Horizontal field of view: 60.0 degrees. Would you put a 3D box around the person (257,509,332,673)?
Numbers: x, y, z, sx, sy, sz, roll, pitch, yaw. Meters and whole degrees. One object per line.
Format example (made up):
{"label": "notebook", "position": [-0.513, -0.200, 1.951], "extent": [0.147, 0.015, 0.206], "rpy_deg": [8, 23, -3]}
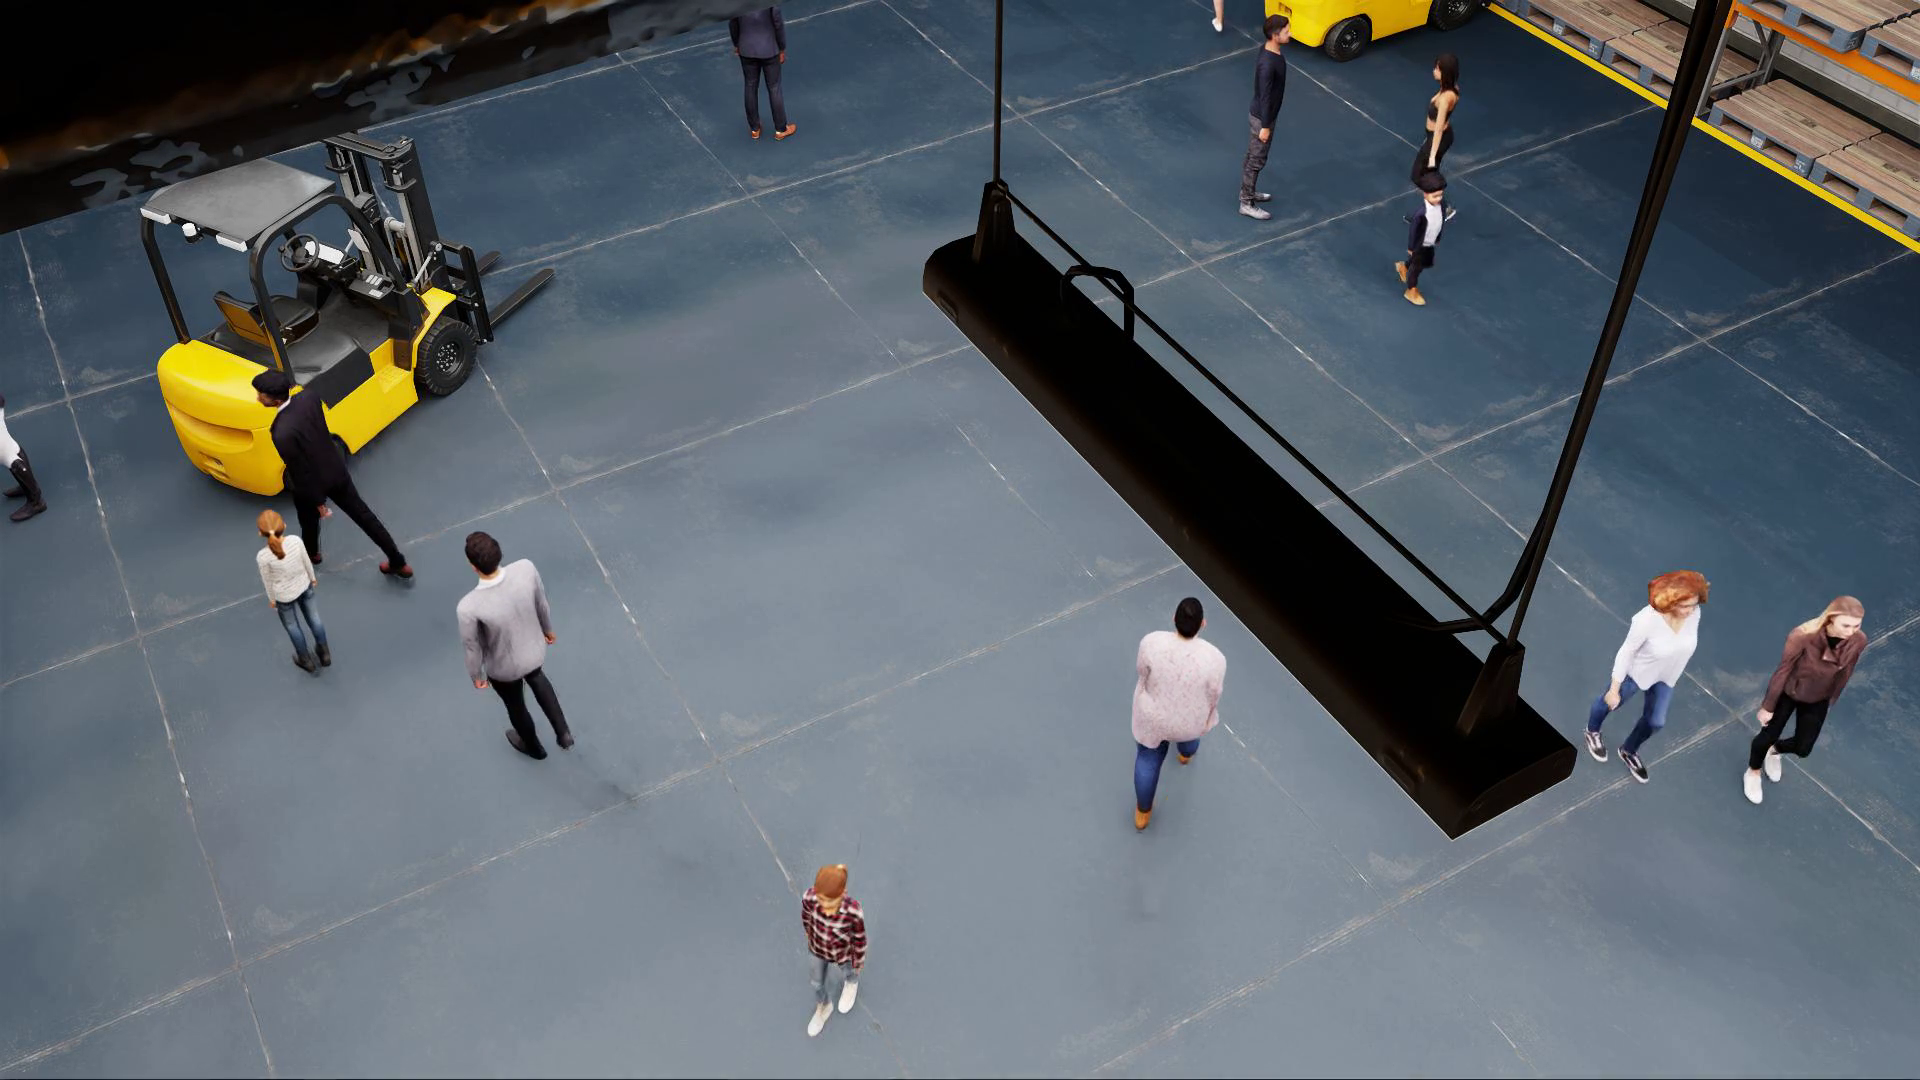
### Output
{"label": "person", "position": [-4.332, 0.344, 10.821], "extent": [0.532, 1.314, 0.544], "rpy_deg": [-33, 53, -30]}

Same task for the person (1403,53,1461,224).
{"label": "person", "position": [4.266, -3.456, 14.589], "extent": [0.817, 1.619, 0.739], "rpy_deg": [16, 46, 16]}

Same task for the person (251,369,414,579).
{"label": "person", "position": [-4.226, -0.394, 11.230], "extent": [1.360, 1.819, 1.252], "rpy_deg": [14, 45, 14]}

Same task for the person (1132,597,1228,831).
{"label": "person", "position": [1.227, 1.050, 9.799], "extent": [1.118, 1.702, 1.156], "rpy_deg": [12, 45, 12]}

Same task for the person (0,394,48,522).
{"label": "person", "position": [-6.925, -0.893, 11.812], "extent": [0.621, 1.739, 0.486], "rpy_deg": [-20, 47, -20]}

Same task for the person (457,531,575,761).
{"label": "person", "position": [-2.628, 0.711, 10.000], "extent": [0.901, 1.915, 0.880], "rpy_deg": [31, 52, 28]}

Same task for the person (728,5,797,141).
{"label": "person", "position": [-1.888, -4.634, 15.677], "extent": [0.786, 1.824, 0.846], "rpy_deg": [10, 45, 11]}

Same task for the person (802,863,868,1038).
{"label": "person", "position": [-0.651, 2.111, 8.983], "extent": [0.716, 1.291, 0.773], "rpy_deg": [12, 45, 13]}

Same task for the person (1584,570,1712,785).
{"label": "person", "position": [4.150, 0.718, 10.156], "extent": [0.804, 1.691, 0.849], "rpy_deg": [-9, 44, -9]}

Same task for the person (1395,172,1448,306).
{"label": "person", "position": [3.852, -2.565, 13.946], "extent": [0.525, 1.216, 0.654], "rpy_deg": [-25, 49, -24]}

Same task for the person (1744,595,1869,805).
{"label": "person", "position": [5.009, 0.885, 9.978], "extent": [0.742, 1.693, 0.790], "rpy_deg": [5, 44, 5]}

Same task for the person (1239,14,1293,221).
{"label": "person", "position": [2.686, -3.764, 14.730], "extent": [0.777, 1.870, 0.696], "rpy_deg": [7, 44, 7]}
